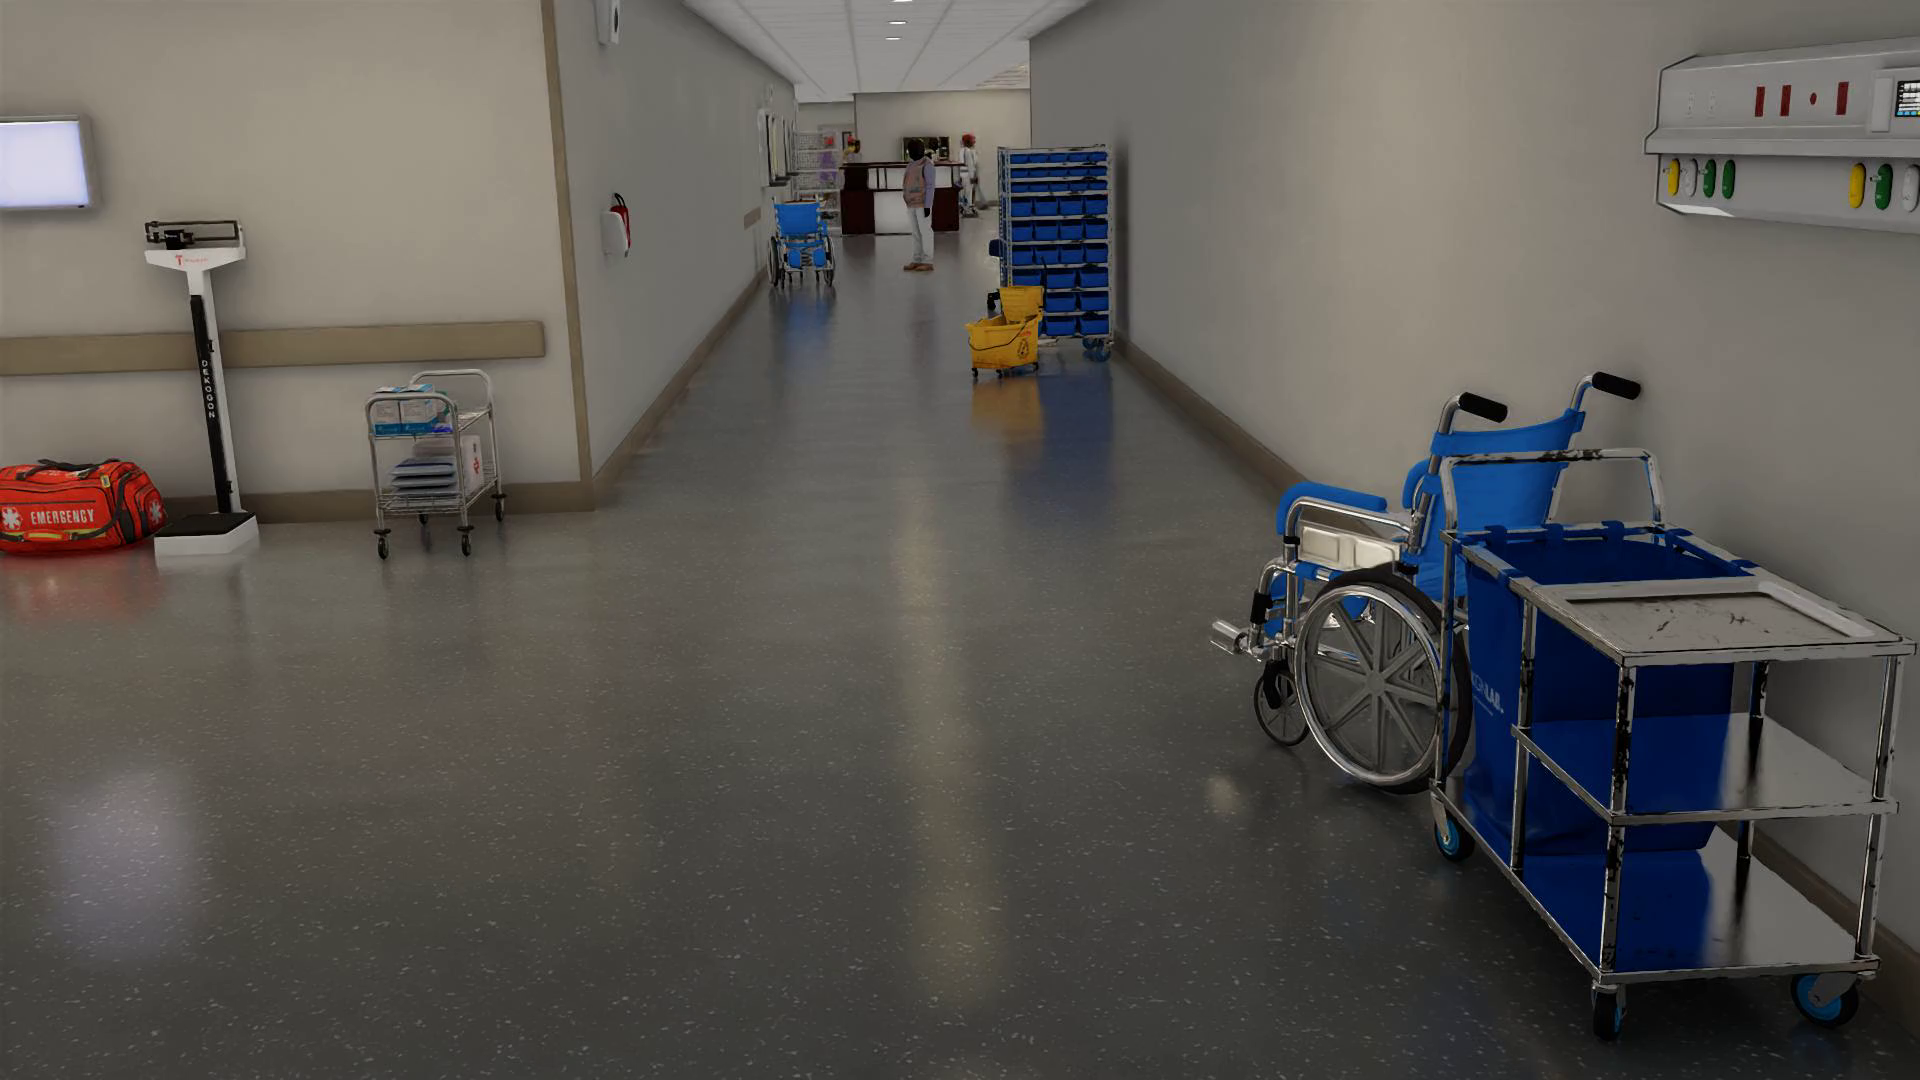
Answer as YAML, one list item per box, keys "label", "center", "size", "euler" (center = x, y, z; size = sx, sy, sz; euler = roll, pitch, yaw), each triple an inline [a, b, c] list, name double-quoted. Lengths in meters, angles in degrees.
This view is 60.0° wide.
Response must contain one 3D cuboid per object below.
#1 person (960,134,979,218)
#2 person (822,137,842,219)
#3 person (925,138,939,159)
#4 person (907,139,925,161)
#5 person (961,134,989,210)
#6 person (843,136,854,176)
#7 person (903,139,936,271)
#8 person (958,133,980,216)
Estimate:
- label: "person"
  center: [0.193, -8.355, 38.226]
  size: [0.355, 1.884, 0.575]
  euler: [-6, 14, -17]
- label: "person"
  center: [-2.957, -8.574, 39.431]
  size: [0.816, 1.906, 0.565]
  euler: [1, 14, 13]
- label: "person"
  center: [-0.627, -8.497, 39.033]
  size: [0.431, 1.834, 0.626]
  euler: [1, 14, 9]
- label: "person"
  center: [-0.954, -8.615, 39.562]
  size: [0.595, 1.823, 0.403]
  euler: [-4, 14, -9]
- label: "person"
  center: [0.268, -9.233, 41.843]
  size: [0.991, 1.894, 0.608]
  euler: [-2, 14, -3]
- label: "person"
  center: [-3.246, -11.089, 49.757]
  size: [0.551, 1.934, 0.372]
  euler: [-8, 15, -26]
- label: "person"
  center: [-0.586, -4.729, 23.518]
  size: [0.429, 1.839, 0.623]
  euler: [-10, 16, -30]
- label: "person"
  center: [0.199, -8.485, 38.706]
  size: [0.473, 1.915, 0.569]
  euler: [-11, 17, -35]
